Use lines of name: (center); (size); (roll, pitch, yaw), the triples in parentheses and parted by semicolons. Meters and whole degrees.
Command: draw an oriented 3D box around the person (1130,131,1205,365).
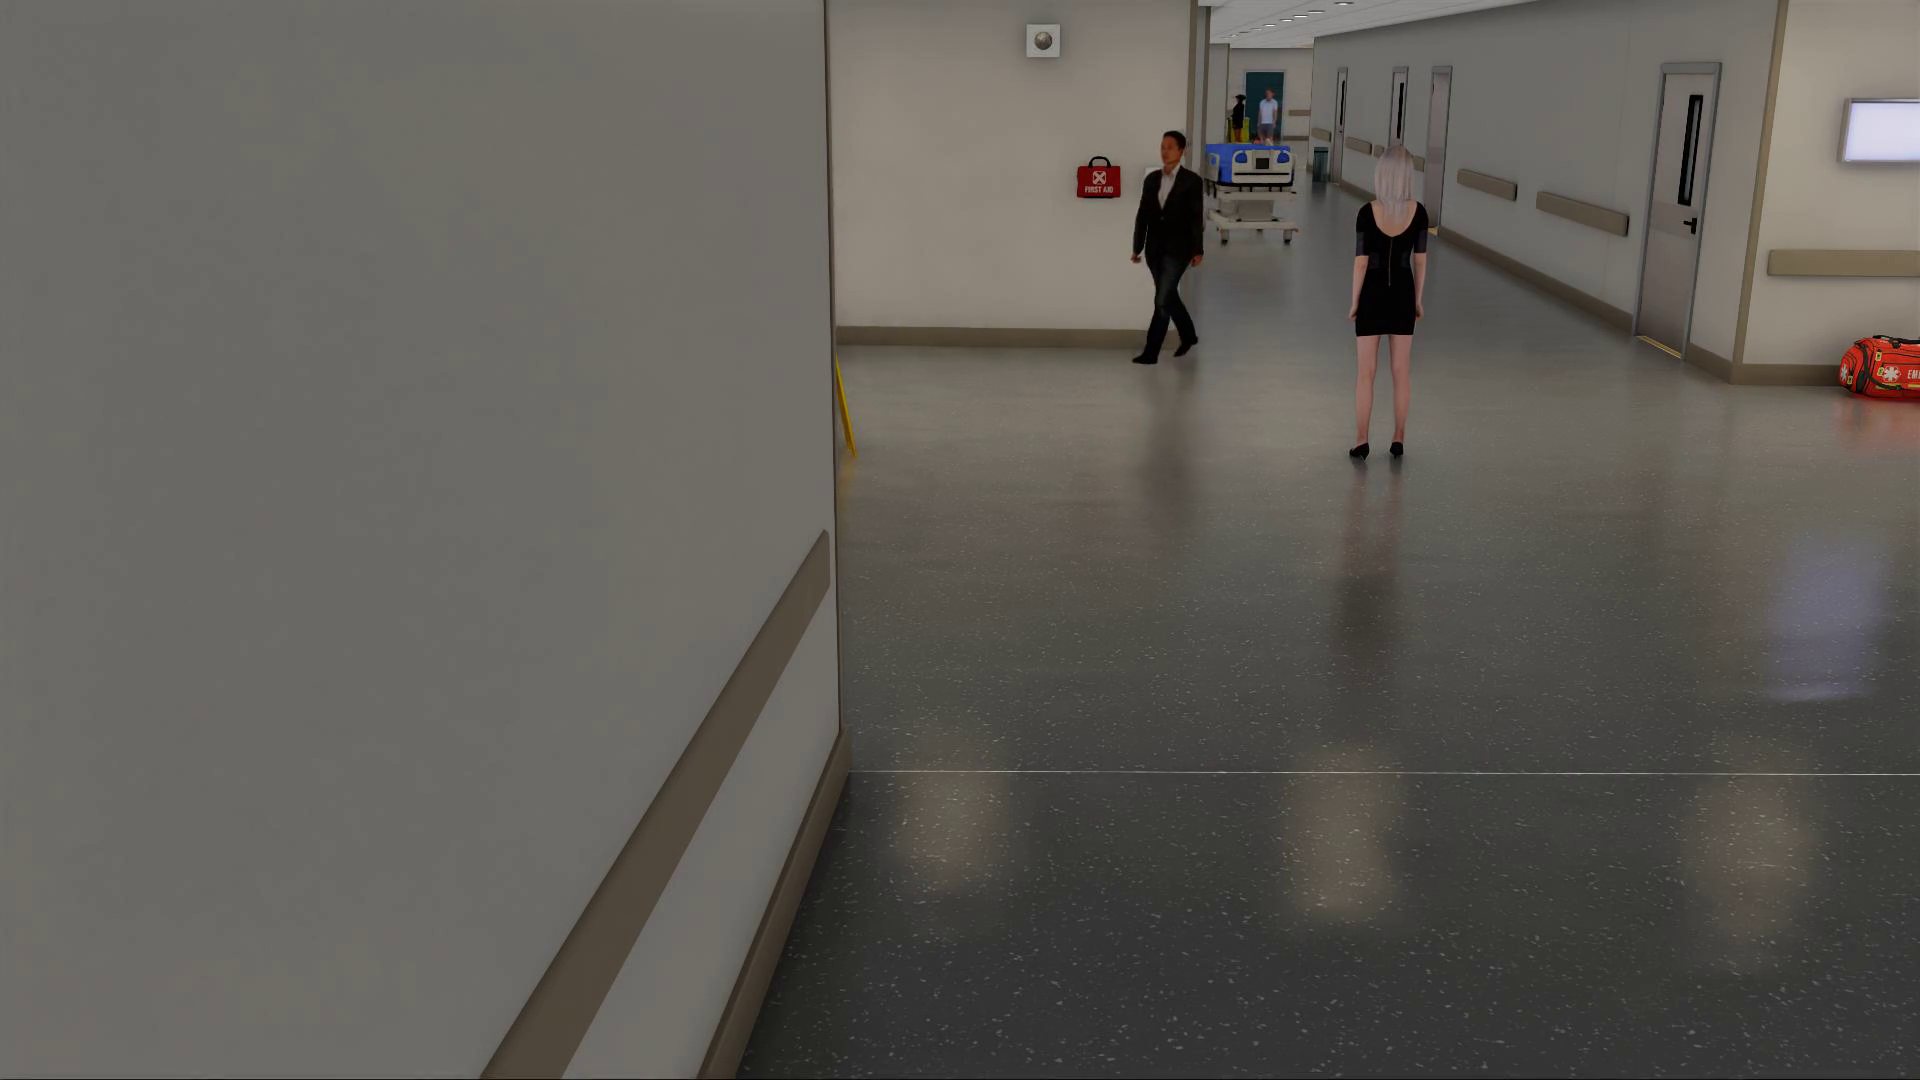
person: (1.683, -2.267, 13.033); (1.212, 1.770, 1.186); (13, 20, 39)

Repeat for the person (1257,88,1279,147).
person: (8.041, -10.822, 43.290); (0.719, 1.819, 0.844); (9, 18, 29)

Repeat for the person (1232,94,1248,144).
person: (7.722, -11.529, 46.133); (0.734, 1.635, 0.696); (10, 19, 33)

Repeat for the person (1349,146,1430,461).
person: (2.511, -1.385, 9.796); (0.452, 1.830, 0.660); (0, 16, 0)
